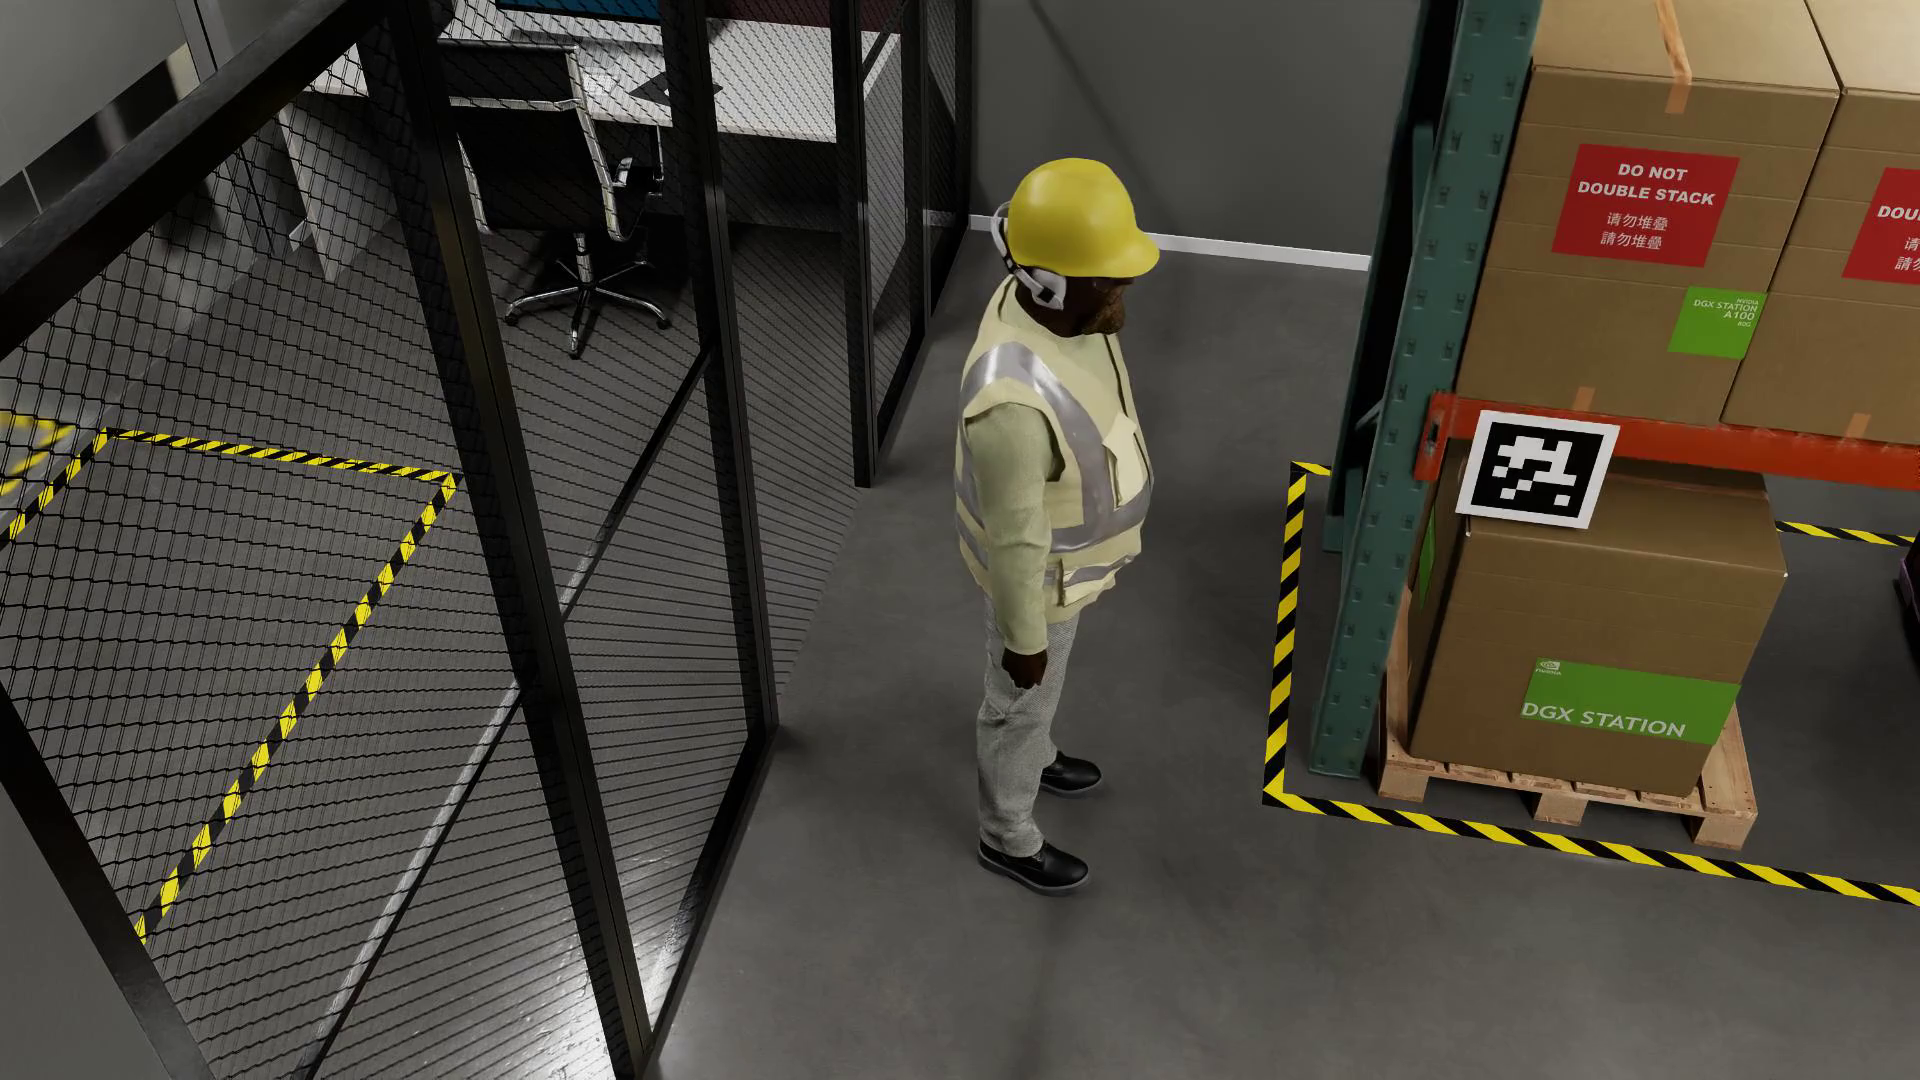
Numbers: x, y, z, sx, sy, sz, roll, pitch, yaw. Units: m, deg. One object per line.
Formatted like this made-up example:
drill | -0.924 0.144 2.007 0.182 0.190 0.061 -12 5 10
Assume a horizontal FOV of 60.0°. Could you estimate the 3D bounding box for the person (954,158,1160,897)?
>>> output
person | 0.196 0.014 3.561 0.404 1.830 0.602 8 42 9
